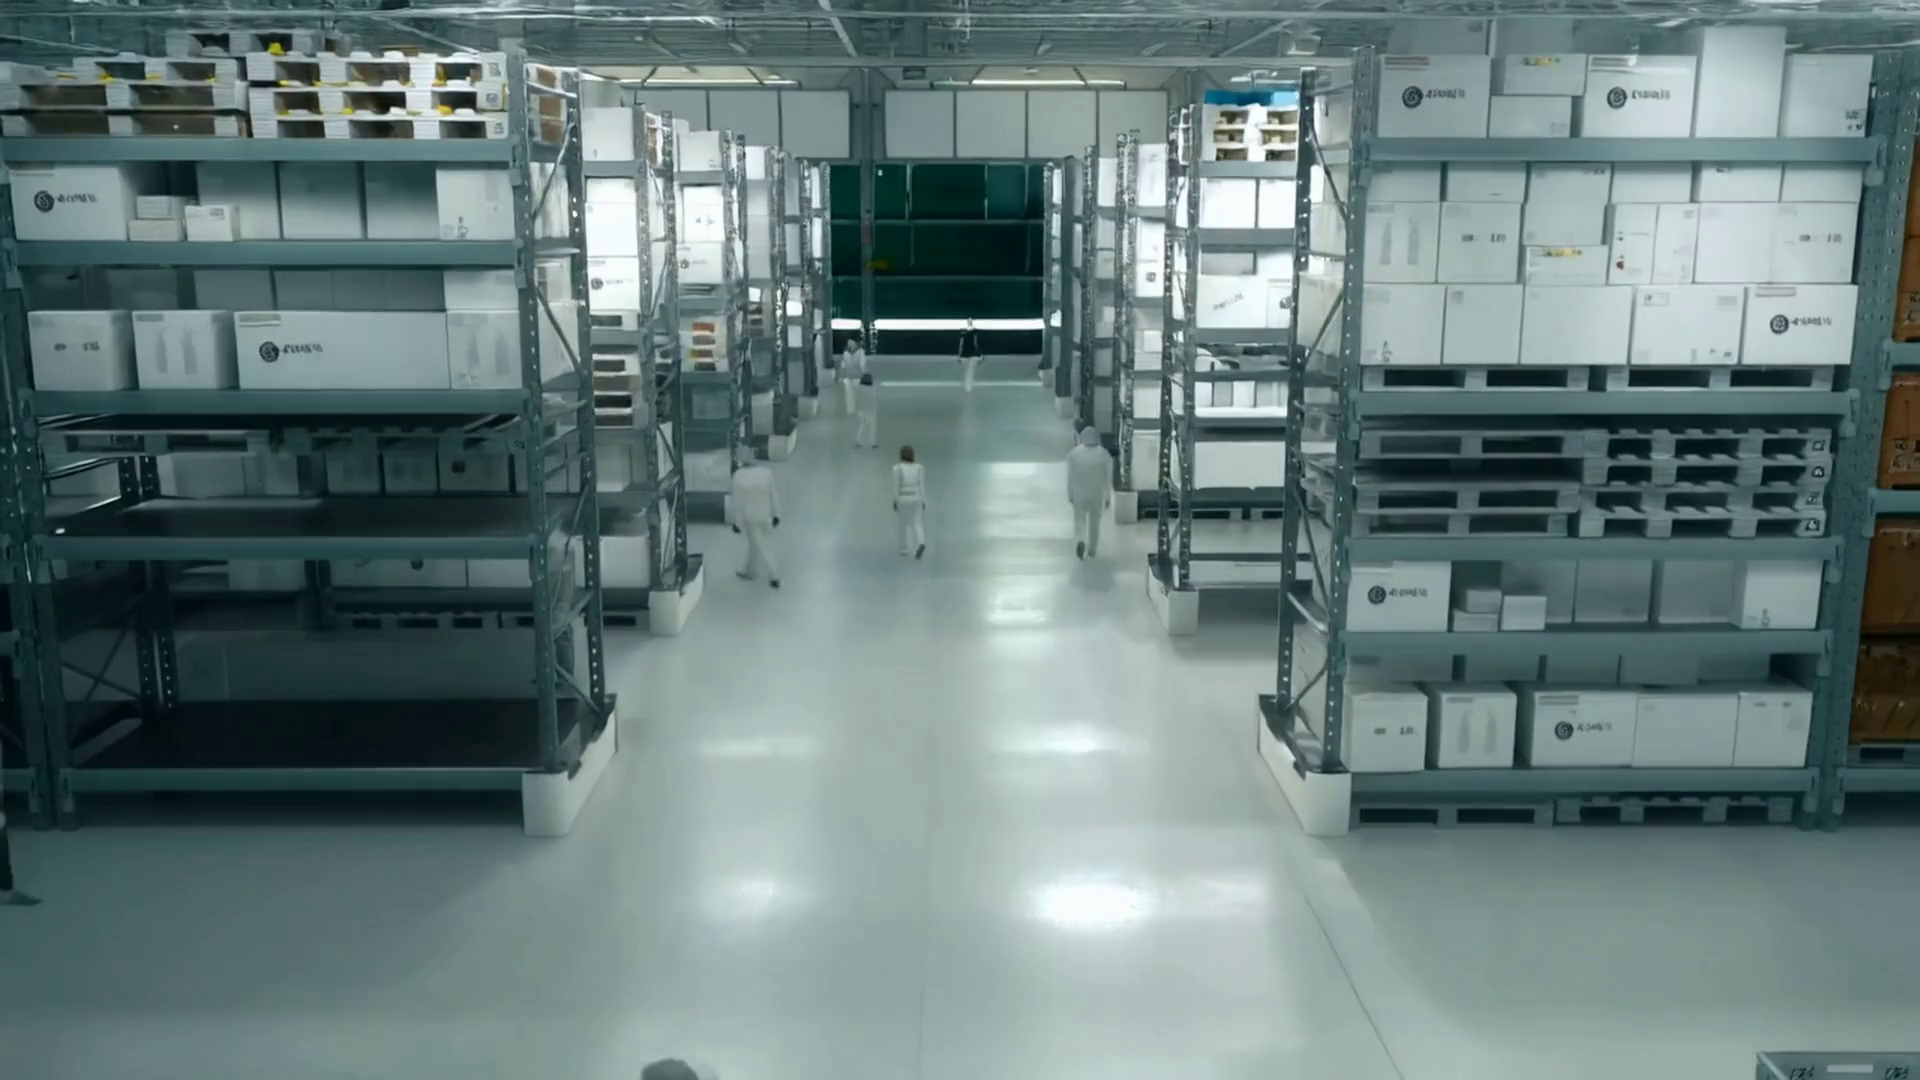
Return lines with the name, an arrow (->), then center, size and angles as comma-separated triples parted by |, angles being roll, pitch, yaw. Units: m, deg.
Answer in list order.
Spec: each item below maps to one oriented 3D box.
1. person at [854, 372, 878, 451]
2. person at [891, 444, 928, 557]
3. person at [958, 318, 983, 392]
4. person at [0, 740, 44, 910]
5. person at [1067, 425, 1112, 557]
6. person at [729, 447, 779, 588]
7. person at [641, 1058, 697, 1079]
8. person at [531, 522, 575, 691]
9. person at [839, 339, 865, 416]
person -> -1.910, -2.598, 33.764 | 0.502, 1.606, 0.706 | 5, 12, 24
person -> -0.692, -0.538, 23.530 | 0.523, 1.609, 0.721 | -3, 12, -17
person -> 0.309, -4.971, 44.664 | 0.651, 1.937, 1.009 | 5, 12, 24
person -> -6.987, 1.817, 11.735 | 0.793, 1.665, 0.531 | -2, 12, -8
person -> 1.827, -0.676, 23.497 | 0.641, 1.898, 0.548 | 1, 11, 3
person -> -2.676, -0.295, 21.783 | 1.005, 1.845, 0.691 | 11, 16, 44
person -> -1.074, 2.836, 6.594 | 0.415, 1.683, 0.552 | 0, 11, 2
person -> -4.207, 0.583, 17.155 | 0.630, 1.940, 0.370 | 11, 16, 43
person -> -2.554, -3.856, 39.458 | 0.626, 1.829, 0.518 | 3, 12, 13
